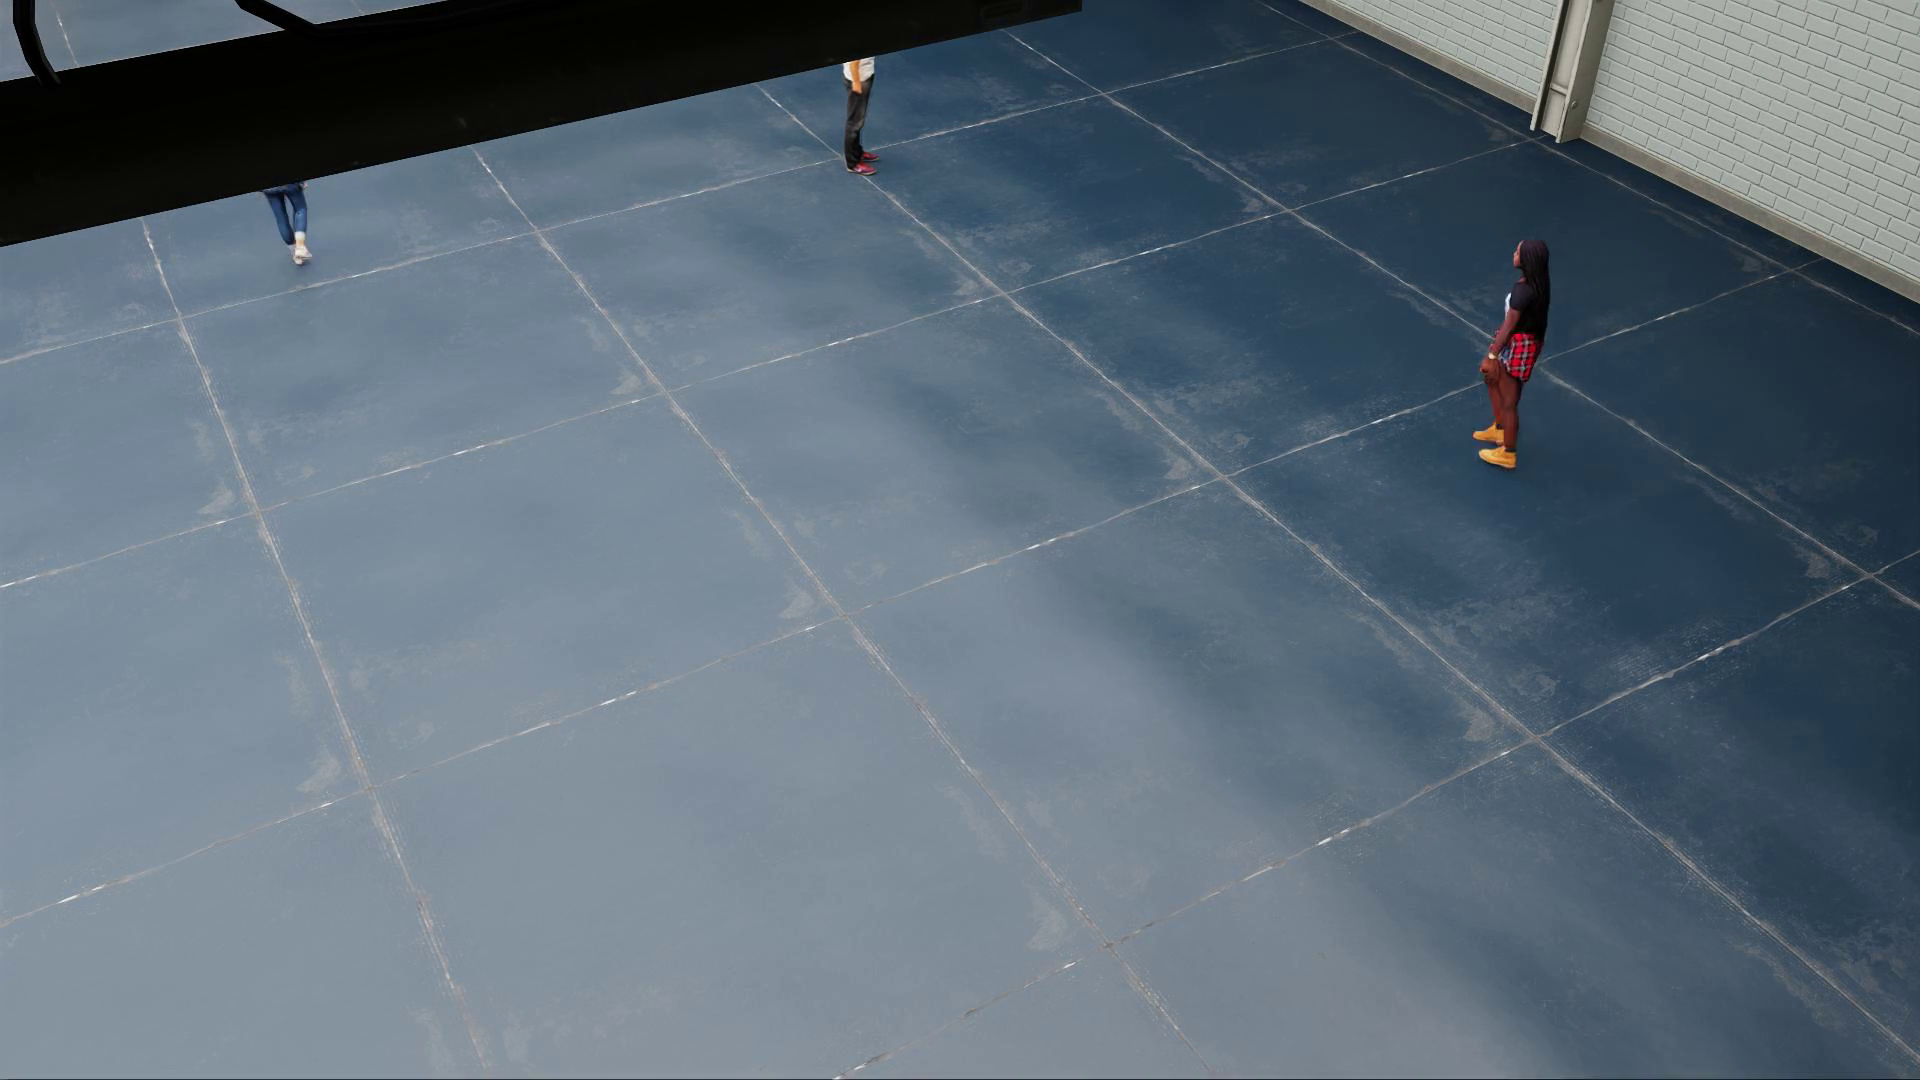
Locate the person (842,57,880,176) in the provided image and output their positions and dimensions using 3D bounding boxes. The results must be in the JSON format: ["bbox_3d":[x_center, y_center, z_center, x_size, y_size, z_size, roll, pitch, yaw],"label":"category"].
[{"bbox_3d":[-0.947,-4.252,15.154,0.784,1.804,0.678,3,38,4],"label":"person"}]

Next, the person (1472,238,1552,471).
[{"bbox_3d":[3.897,-1.236,11.377,0.773,1.708,0.738,18,41,22],"label":"person"}]
